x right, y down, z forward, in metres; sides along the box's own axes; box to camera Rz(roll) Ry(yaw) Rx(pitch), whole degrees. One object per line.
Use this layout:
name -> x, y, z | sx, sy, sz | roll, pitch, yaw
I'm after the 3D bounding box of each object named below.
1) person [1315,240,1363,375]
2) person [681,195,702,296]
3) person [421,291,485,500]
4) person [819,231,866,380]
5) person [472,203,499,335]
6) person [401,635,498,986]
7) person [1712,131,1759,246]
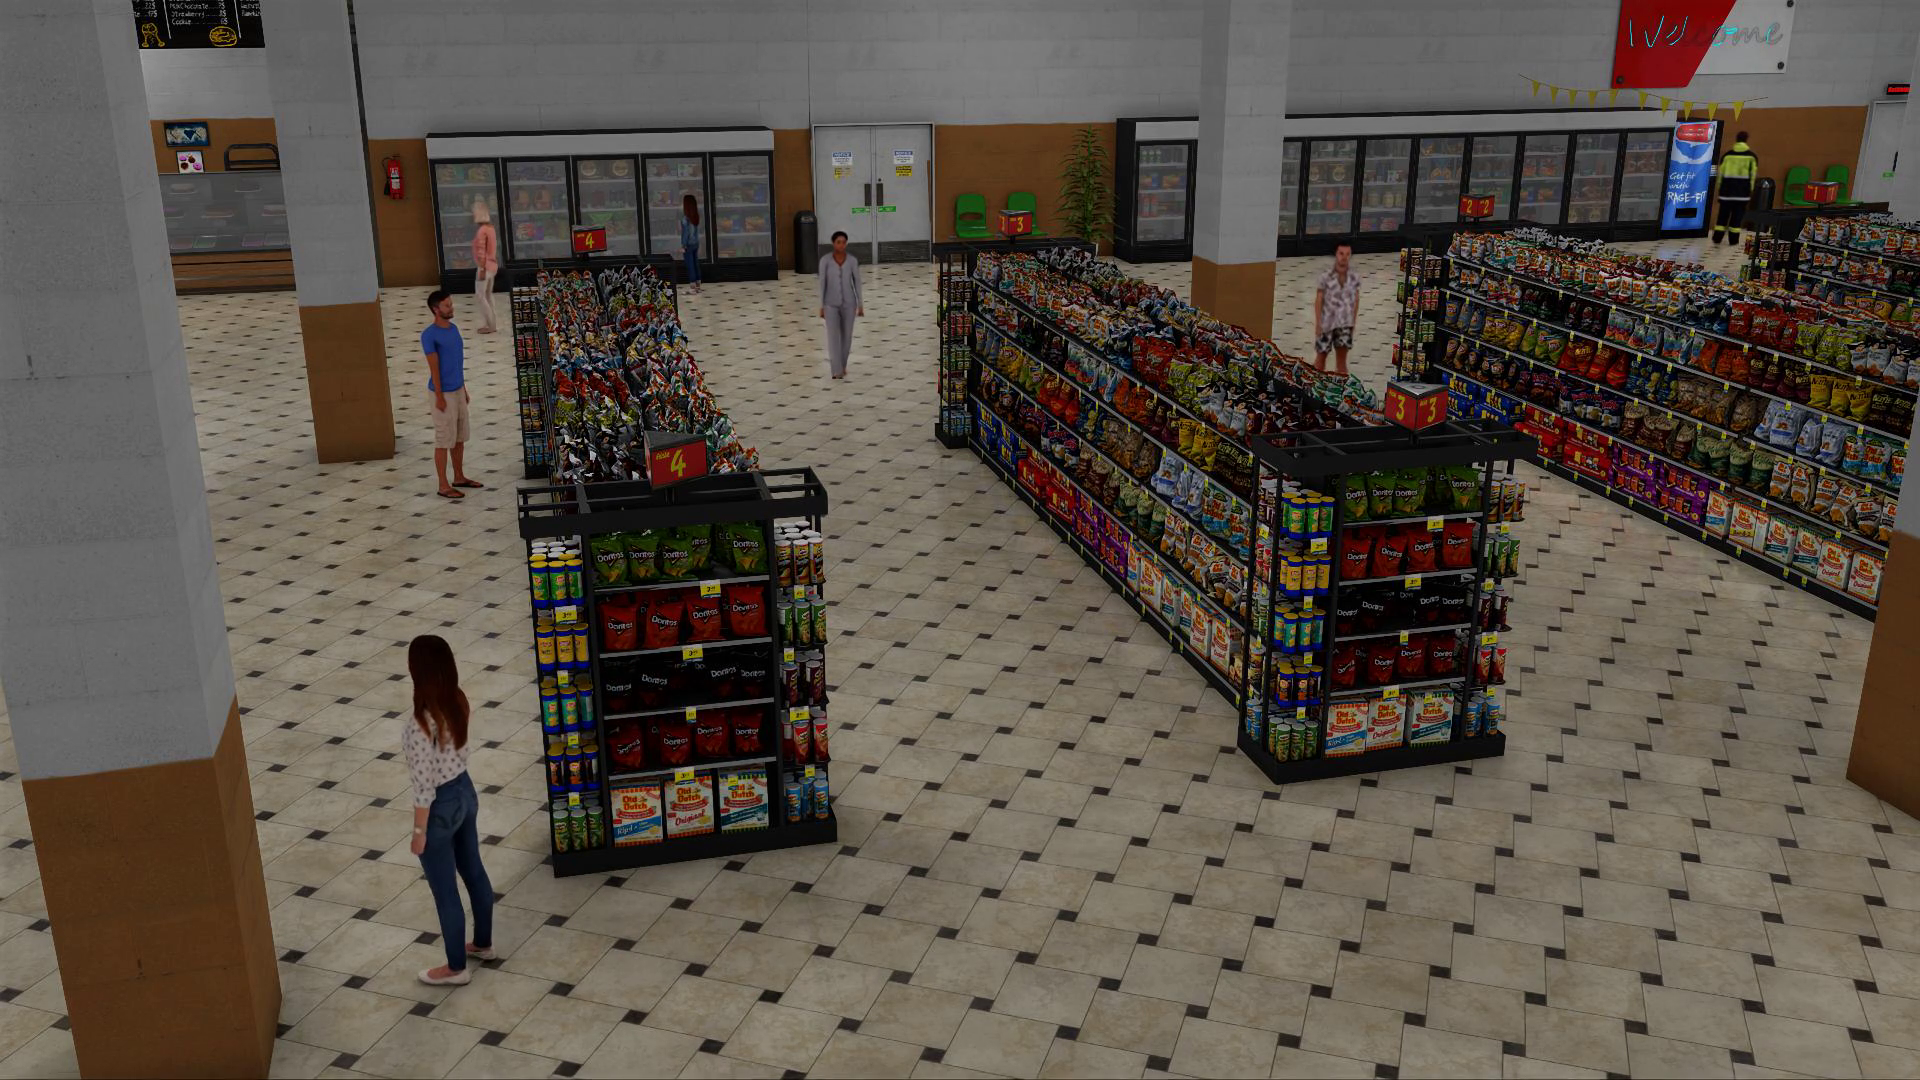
person -> 4.134, -2.422, 18.463 | 0.902, 1.783, 1.226 | 1, 19, 2
person -> -4.020, -4.415, 24.854 | 0.701, 1.477, 0.608 | 6, 20, 18
person -> -4.677, -1.348, 15.155 | 0.802, 1.863, 0.689 | 5, 19, 15
person -> -1.424, -2.784, 19.653 | 0.658, 1.710, 0.900 | -4, 19, -12
person -> -6.235, -3.604, 22.065 | 0.760, 1.722, 0.620 | 0, 19, 0
person -> -2.360, 1.236, 7.699 | 0.717, 1.729, 0.613 | 5, 19, 15
person -> 13.751, -6.234, 29.465 | 0.861, 1.978, 0.940 | 12, 22, 32
